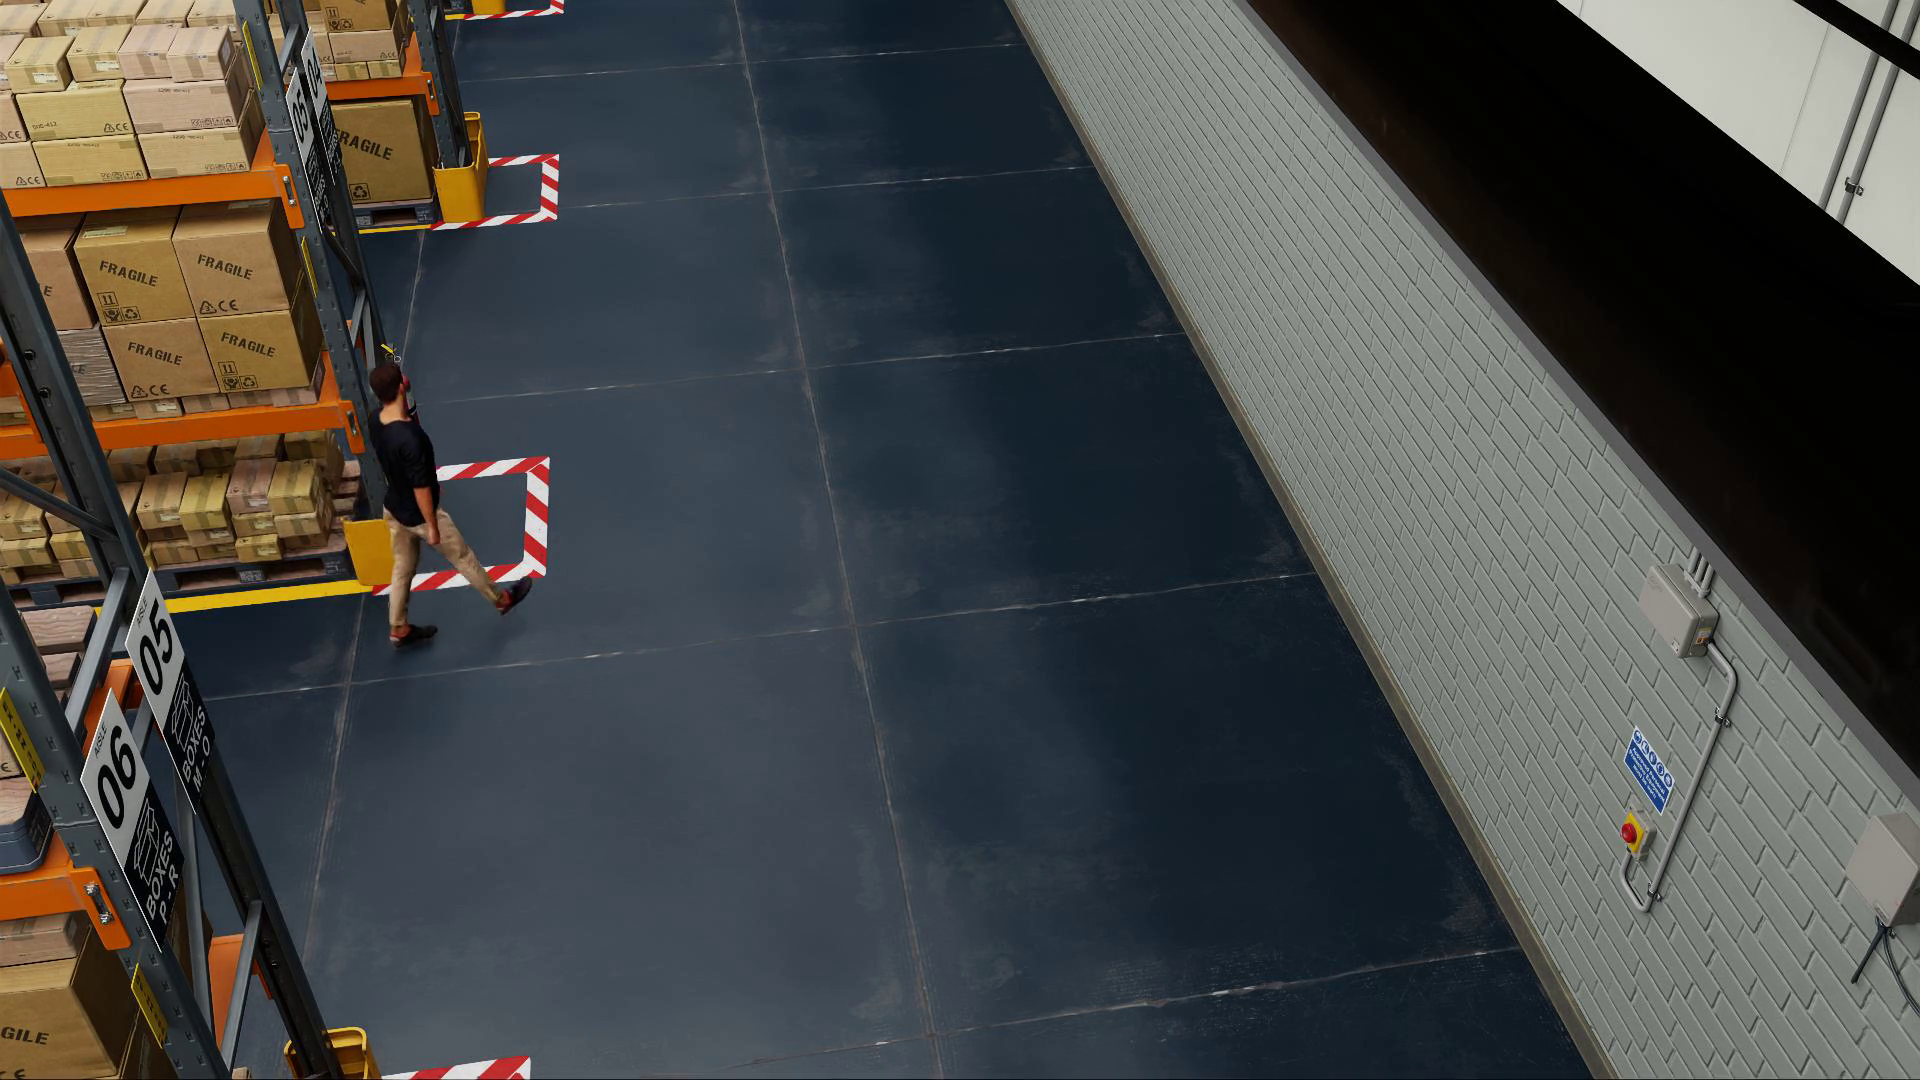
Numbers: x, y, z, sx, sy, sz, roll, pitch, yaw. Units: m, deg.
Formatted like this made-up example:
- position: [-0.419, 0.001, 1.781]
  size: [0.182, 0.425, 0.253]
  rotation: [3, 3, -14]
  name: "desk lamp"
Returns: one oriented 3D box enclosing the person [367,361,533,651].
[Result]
- position: [-3.224, -0.125, 9.579]
  size: [1.210, 1.794, 1.075]
  rotation: [-29, 46, -31]
  name: "person"
